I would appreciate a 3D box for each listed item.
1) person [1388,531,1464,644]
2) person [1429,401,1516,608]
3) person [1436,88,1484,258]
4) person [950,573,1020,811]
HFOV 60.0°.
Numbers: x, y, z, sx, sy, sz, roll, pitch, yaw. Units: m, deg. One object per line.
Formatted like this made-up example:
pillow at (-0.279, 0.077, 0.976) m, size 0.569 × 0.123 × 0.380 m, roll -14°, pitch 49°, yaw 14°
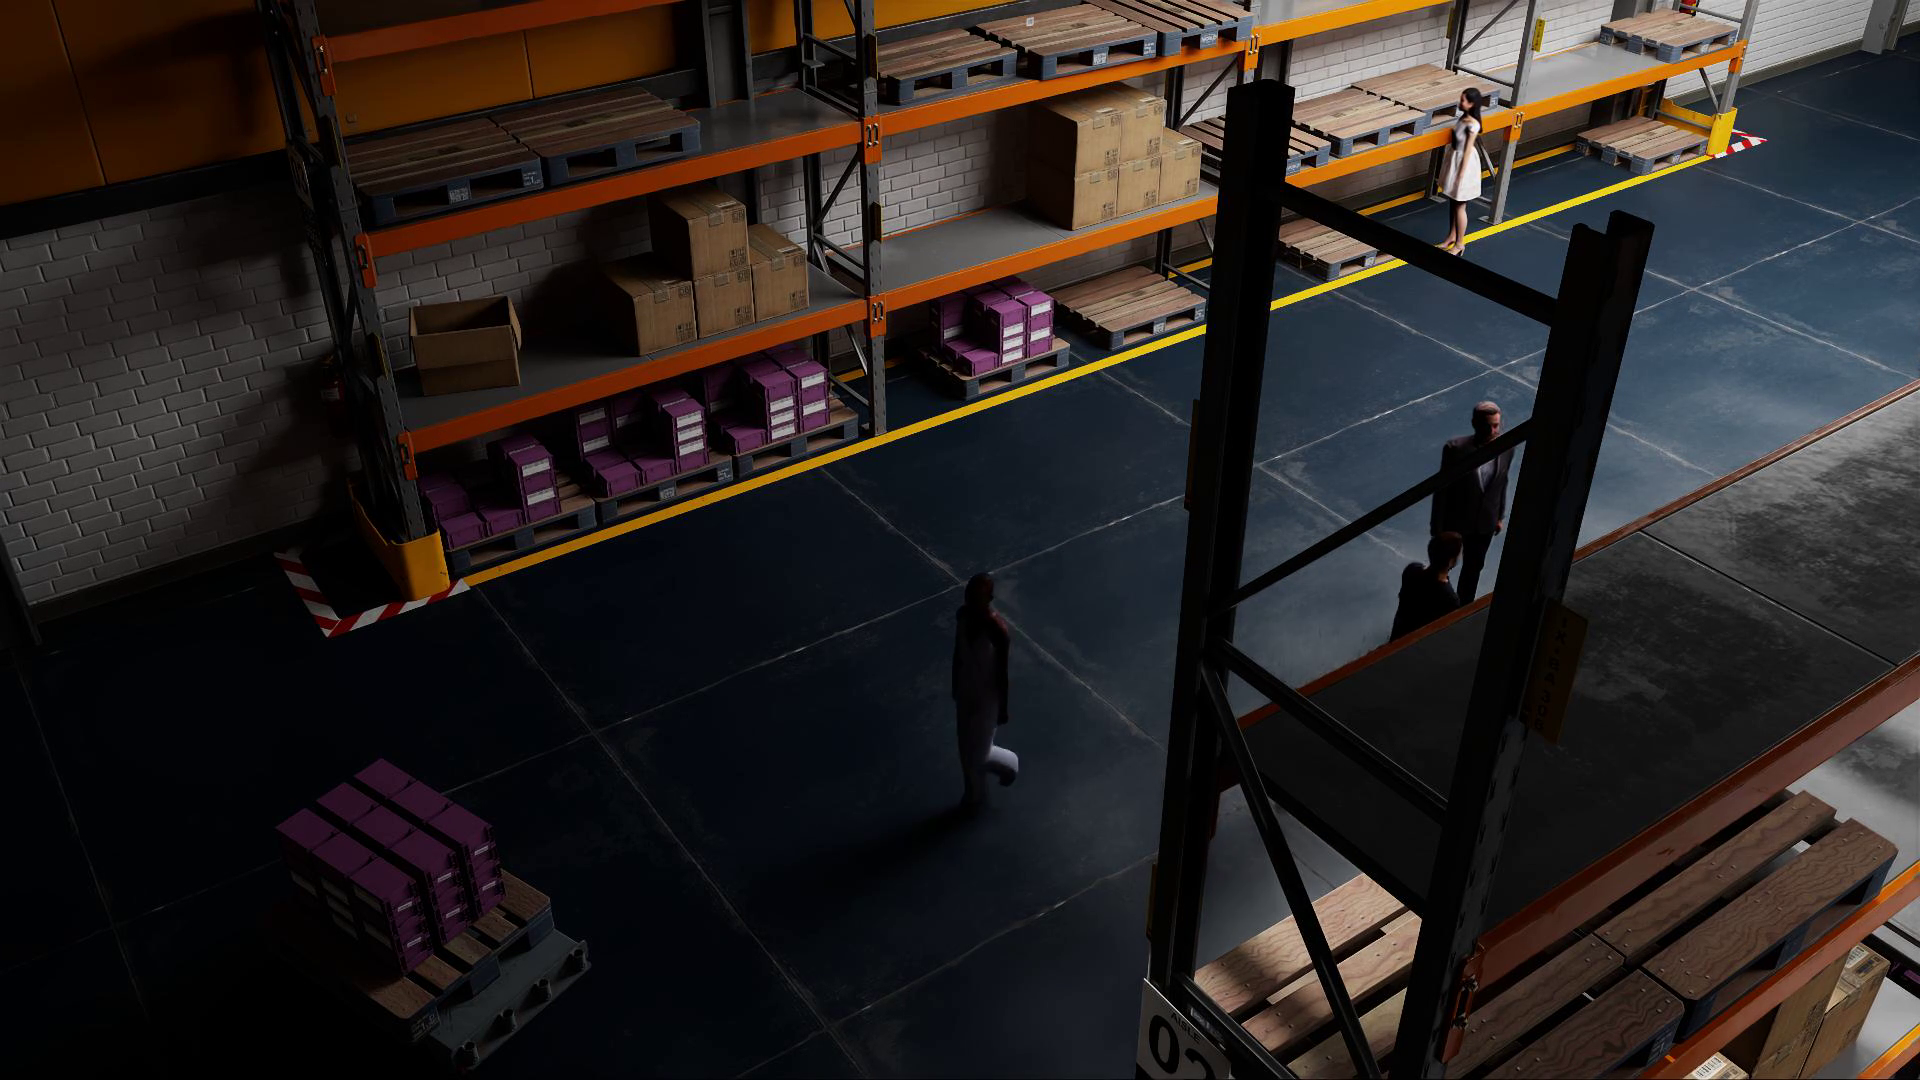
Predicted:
person at (2.746, 0.744, 10.180) m, size 0.679 × 1.842 × 0.705 m, roll -15°, pitch 37°, yaw -22°
person at (3.518, -0.153, 11.530) m, size 0.707 × 1.842 × 0.859 m, roll -6°, pitch 34°, yaw -9°
person at (5.116, -3.749, 17.006) m, size 0.820 × 1.769 × 0.784 m, roll 0°, pitch 34°, yaw 1°
person at (0.198, 0.907, 9.999) m, size 0.764 × 1.770 × 0.645 m, roll -25°, pitch 41°, yaw -33°
